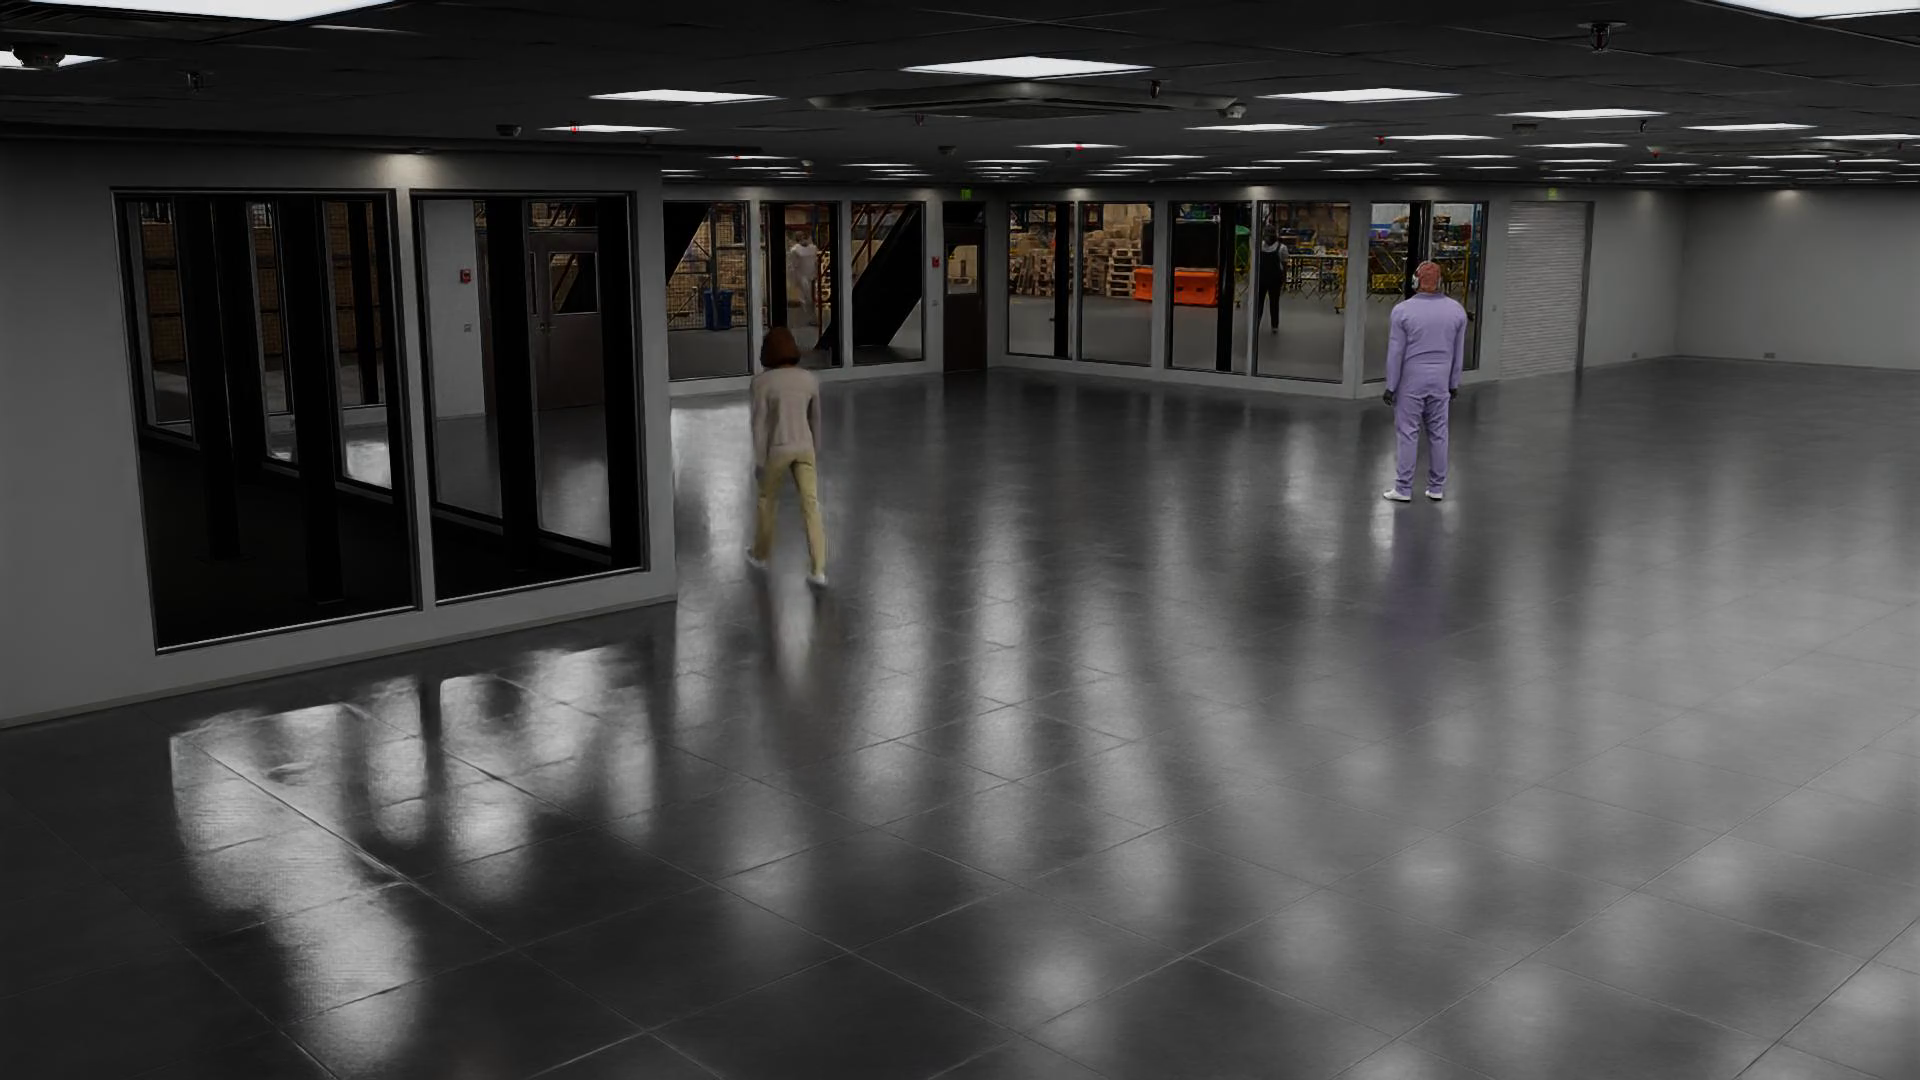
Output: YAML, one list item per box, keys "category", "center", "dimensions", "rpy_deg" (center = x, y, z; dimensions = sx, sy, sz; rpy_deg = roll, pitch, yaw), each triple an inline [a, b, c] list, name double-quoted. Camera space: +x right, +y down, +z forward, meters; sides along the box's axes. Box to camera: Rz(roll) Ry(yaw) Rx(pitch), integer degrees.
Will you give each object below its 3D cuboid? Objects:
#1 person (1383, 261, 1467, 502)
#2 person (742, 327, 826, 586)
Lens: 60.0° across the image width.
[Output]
- category: "person"
  center: [3.669, -1.250, 13.226]
  dimensions: [0.651, 1.907, 0.409]
  rpy_deg: [-2, 12, -12]
- category: "person"
  center: [-1.102, -0.530, 10.409]
  dimensions: [0.513, 1.580, 0.871]
  rpy_deg: [-7, 13, -32]
